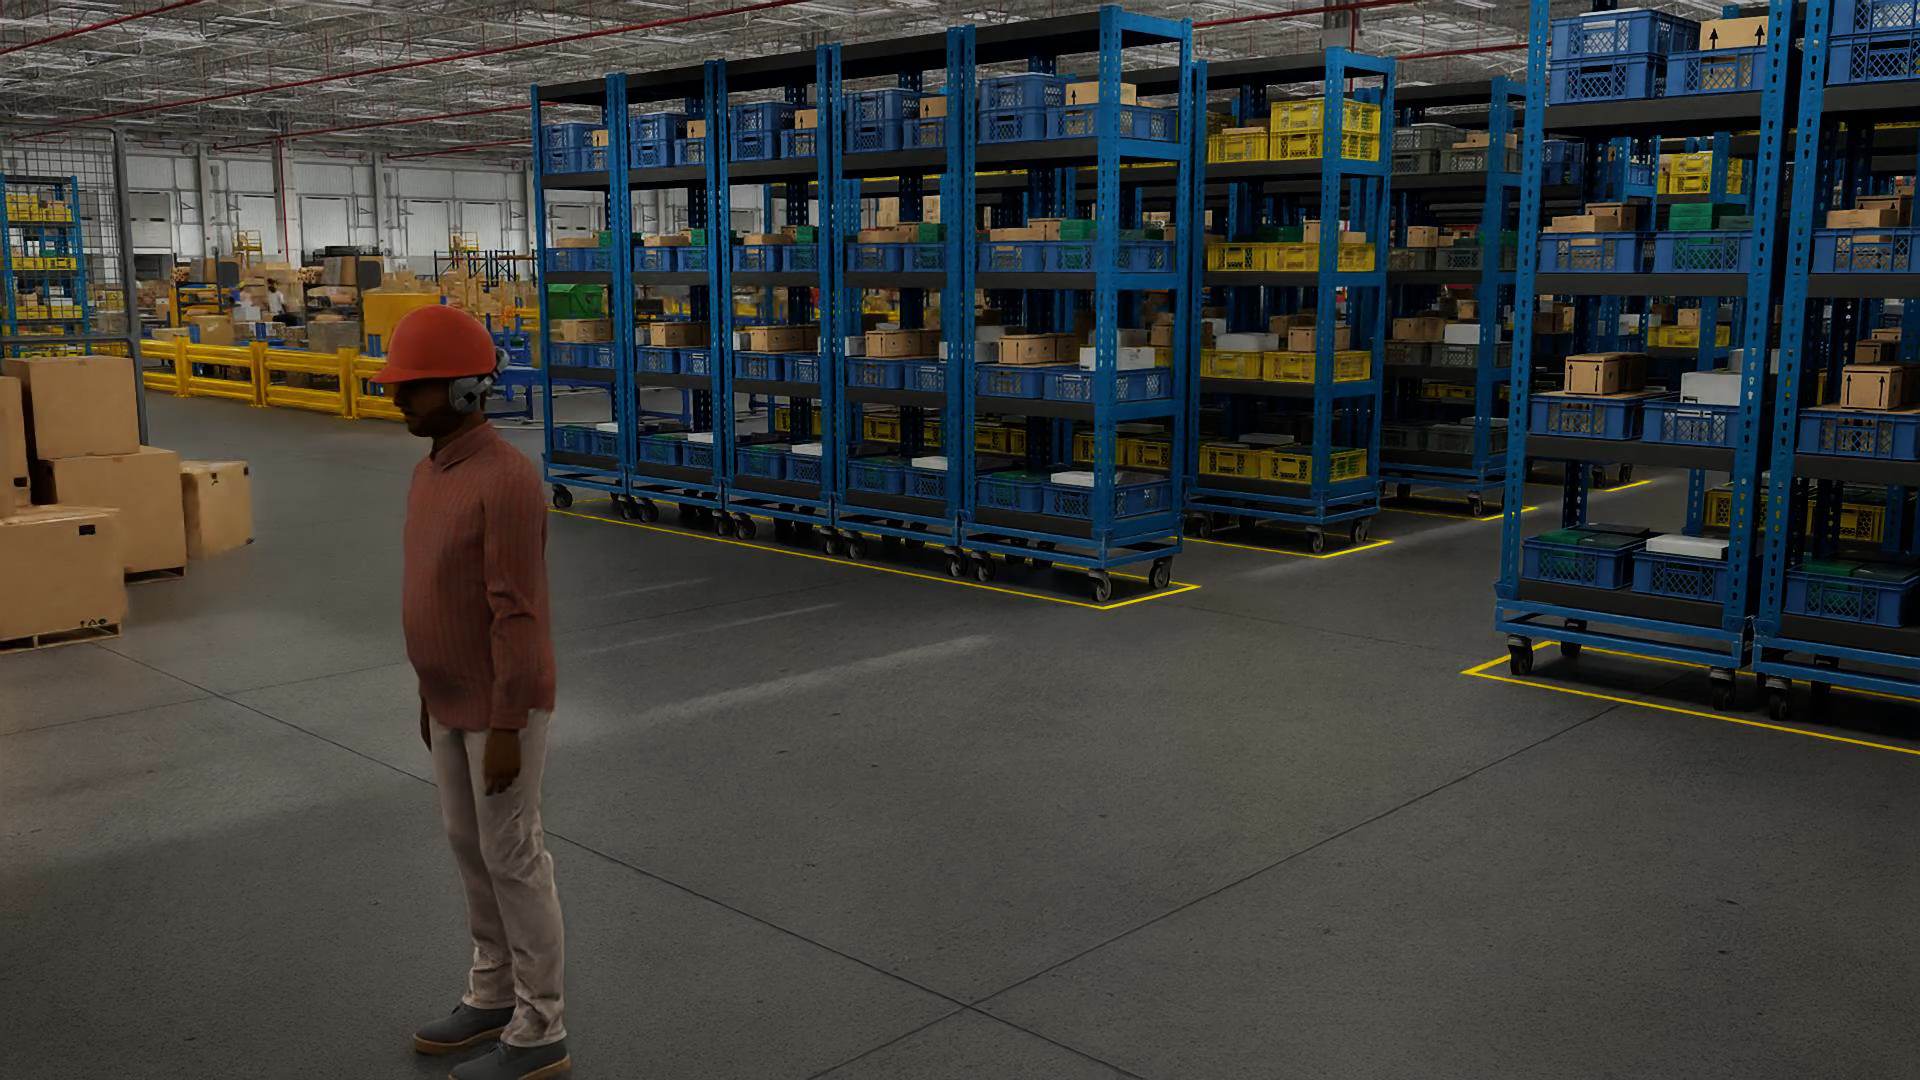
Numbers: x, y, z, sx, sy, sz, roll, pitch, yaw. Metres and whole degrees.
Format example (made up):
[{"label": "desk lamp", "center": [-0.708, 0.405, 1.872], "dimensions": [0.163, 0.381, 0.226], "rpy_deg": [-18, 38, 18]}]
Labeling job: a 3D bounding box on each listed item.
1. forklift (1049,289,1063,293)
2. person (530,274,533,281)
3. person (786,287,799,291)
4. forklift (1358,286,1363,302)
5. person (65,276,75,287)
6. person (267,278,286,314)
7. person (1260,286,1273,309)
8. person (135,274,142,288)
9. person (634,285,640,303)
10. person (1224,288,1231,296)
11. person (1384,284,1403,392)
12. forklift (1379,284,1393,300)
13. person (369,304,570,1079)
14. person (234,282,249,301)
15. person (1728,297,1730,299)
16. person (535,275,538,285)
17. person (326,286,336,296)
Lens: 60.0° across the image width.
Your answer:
[{"label": "forklift", "center": [3.870, -10.175, 66.332], "dimensions": [1.873, 2.768, 1.129], "rpy_deg": [9, 13, 43]}, {"label": "person", "center": [-25.072, -14.827, 98.069], "dimensions": [0.528, 1.820, 0.691], "rpy_deg": [2, 10, 14]}, {"label": "person", "center": [-7.245, -10.609, 71.972], "dimensions": [0.609, 1.904, 0.594], "rpy_deg": [-2, 9, -12]}, {"label": "forklift", "center": [11.100, -7.017, 46.970], "dimensions": [1.873, 2.768, 1.129], "rpy_deg": [9, 13, 43]}, {"label": "person", "center": [-41.924, -11.639, 78.537], "dimensions": [0.474, 1.822, 0.637], "rpy_deg": [1, 9, 8]}, {"label": "person", "center": [-15.818, -5.118, 38.474], "dimensions": [0.504, 1.858, 0.434], "rpy_deg": [7, 12, 37]}, {"label": "person", "center": [8.434, -6.283, 45.441], "dimensions": [0.632, 1.896, 0.985], "rpy_deg": [-1, 9, -5]}, {"label": "person", "center": [-26.959, -7.776, 54.189], "dimensions": [0.693, 2.000, 0.538], "rpy_deg": [9, 13, 42]}, {"label": "person", "center": [-13.834, -10.446, 71.693], "dimensions": [0.835, 1.654, 0.552], "rpy_deg": [-4, 10, -25]}, {"label": "person", "center": [9.002, -8.023, 56.781], "dimensions": [0.545, 1.681, 0.369], "rpy_deg": [9, 13, 44]}, {"label": "person", "center": [6.927, -3.095, 26.001], "dimensions": [0.958, 1.862, 0.667], "rpy_deg": [-9, 13, -43]}, {"label": "forklift", "center": [12.476, -7.286, 48.615], "dimensions": [1.873, 2.768, 1.129], "rpy_deg": [9, 13, 43]}, {"label": "person", "center": [-1.246, 0.403, 4.228], "dimensions": [0.402, 1.987, 0.609], "rpy_deg": [-8, 12, -41]}, {"label": "person", "center": [-20.210, -6.436, 47.020], "dimensions": [0.943, 1.701, 0.538], "rpy_deg": [3, 10, 17]}, {"label": "person", "center": [17.853, -5.231, 39.277], "dimensions": [0.549, 1.810, 0.616], "rpy_deg": [-8, 12, -41]}, {"label": "person", "center": [-24.694, -14.604, 96.984], "dimensions": [0.507, 1.723, 0.592], "rpy_deg": [0, 9, 1]}, {"label": "person", "center": [-22.465, -8.602, 59.664], "dimensions": [0.834, 1.913, 0.635], "rpy_deg": [-4, 10, -23]}]
